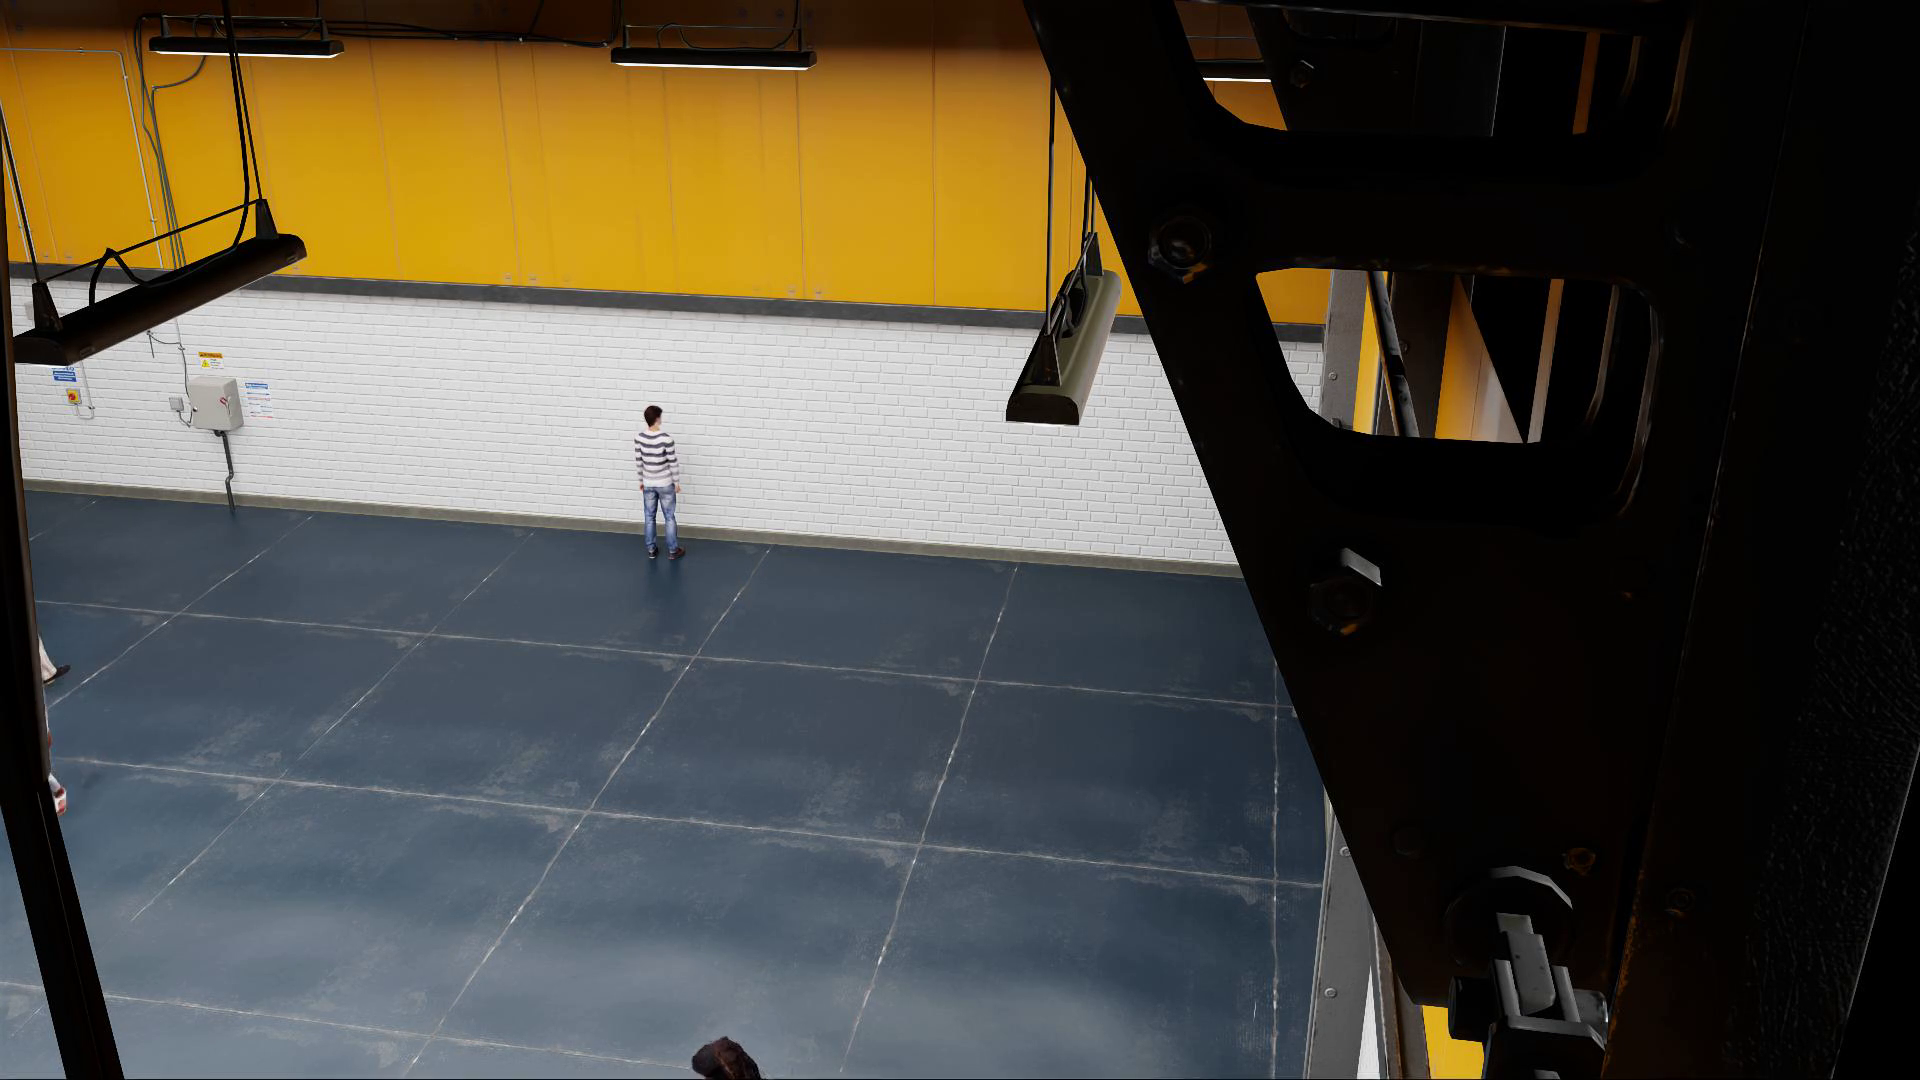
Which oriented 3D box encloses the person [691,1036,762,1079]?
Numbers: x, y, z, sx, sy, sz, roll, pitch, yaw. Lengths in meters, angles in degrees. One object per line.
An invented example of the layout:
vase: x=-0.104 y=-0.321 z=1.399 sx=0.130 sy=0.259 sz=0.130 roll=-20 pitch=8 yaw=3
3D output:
person: x=-1.269 y=3.603 z=9.971 sx=0.730 sy=1.609 sz=0.809 roll=-11 pitch=26 yaw=-24

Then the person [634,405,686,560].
person: x=-3.538 y=-0.676 z=19.459 sx=0.641 sy=1.850 sz=0.500 roll=4 pitch=24 yaw=9
